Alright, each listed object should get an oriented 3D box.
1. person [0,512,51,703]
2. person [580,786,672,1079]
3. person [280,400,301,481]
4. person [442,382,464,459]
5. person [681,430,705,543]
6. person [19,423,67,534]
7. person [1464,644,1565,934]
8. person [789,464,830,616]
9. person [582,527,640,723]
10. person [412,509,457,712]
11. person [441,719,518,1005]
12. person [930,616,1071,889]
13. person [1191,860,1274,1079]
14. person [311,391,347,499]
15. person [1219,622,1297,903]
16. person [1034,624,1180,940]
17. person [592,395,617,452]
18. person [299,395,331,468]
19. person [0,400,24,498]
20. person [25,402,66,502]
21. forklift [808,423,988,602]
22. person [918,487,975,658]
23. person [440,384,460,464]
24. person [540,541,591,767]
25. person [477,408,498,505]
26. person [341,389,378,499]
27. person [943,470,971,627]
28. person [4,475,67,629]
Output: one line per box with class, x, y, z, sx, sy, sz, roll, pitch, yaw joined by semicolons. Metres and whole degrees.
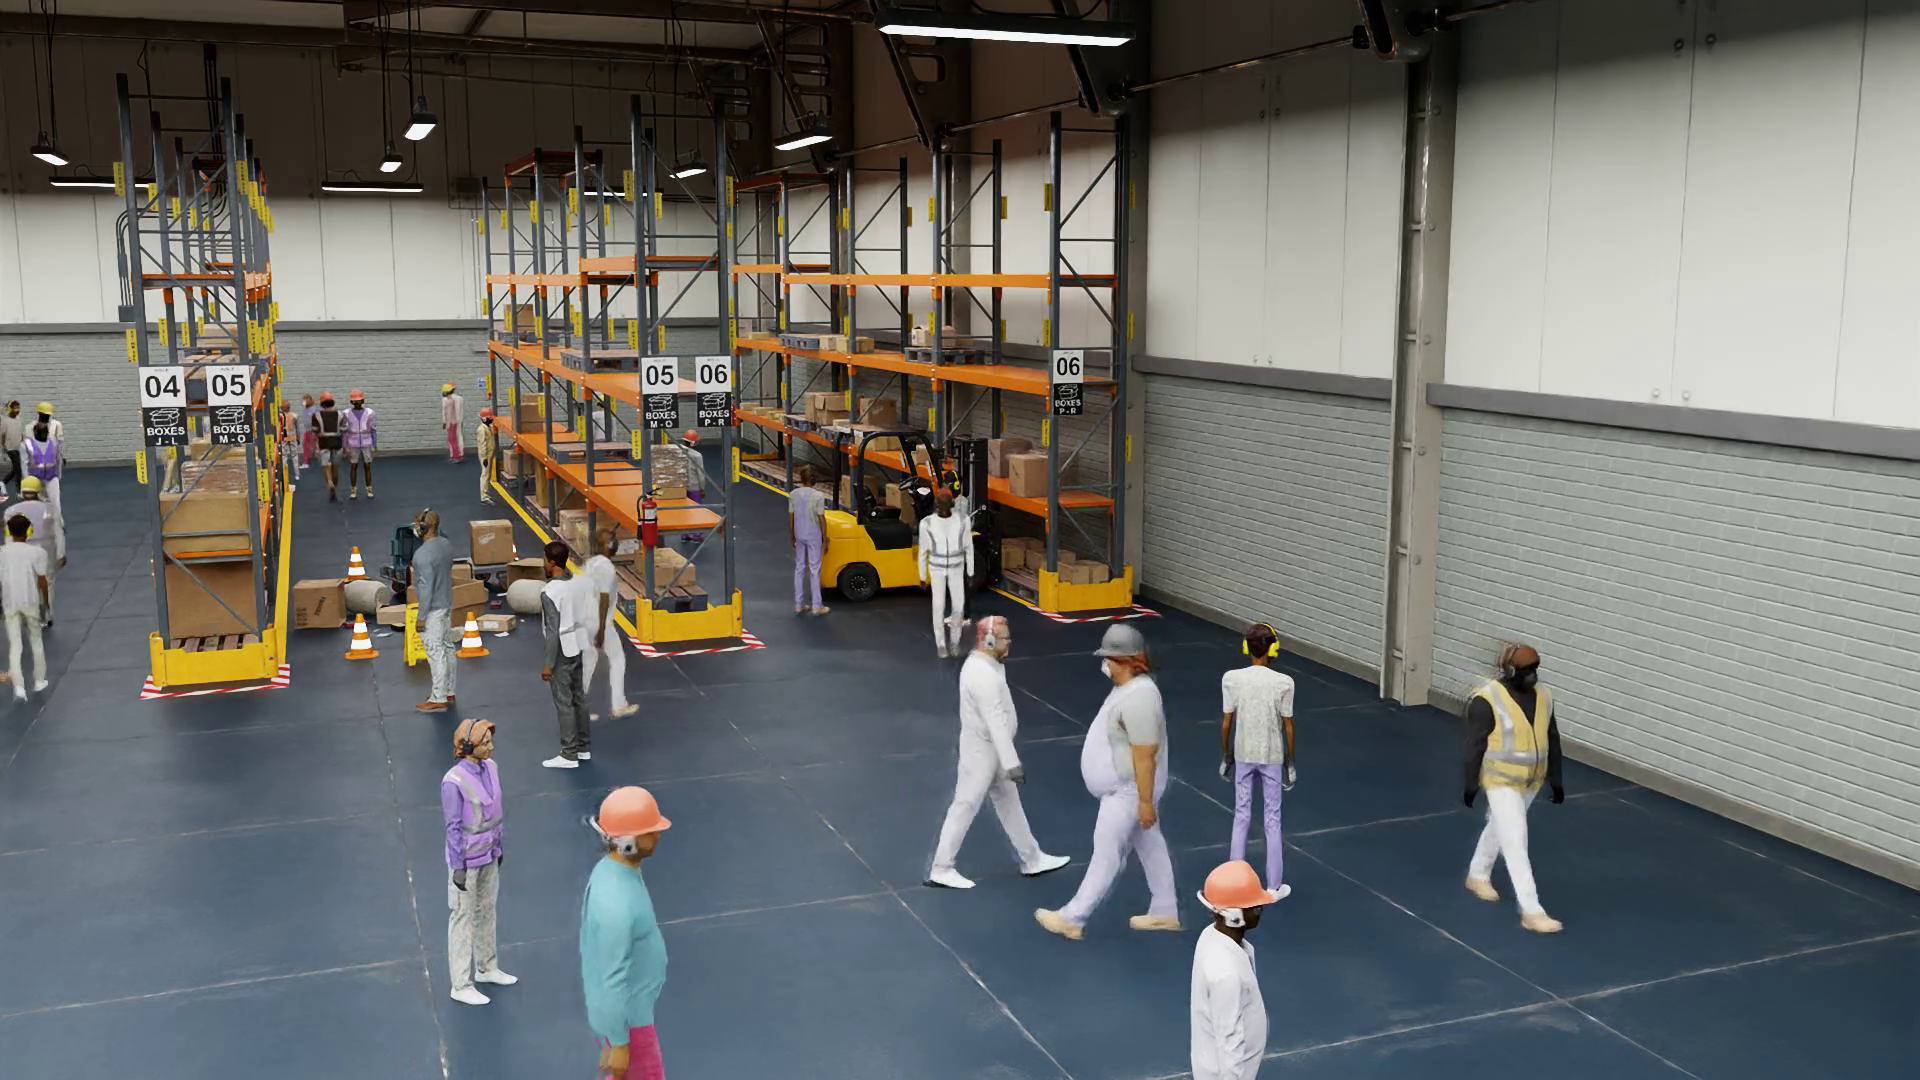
person;-9.169;0.648;16.240;0.514;1.833;0.919;-4;10;-24
person;-1.509;2.015;7.174;0.765;1.977;0.623;-2;9;-14
person;-13.537;-1.996;33.467;0.525;1.639;0.307;-6;11;-35
person;-11.438;-2.687;37.458;0.342;1.751;0.564;6;11;32
person;-4.156;-0.830;25.772;0.559;1.751;0.326;6;11;32
person;-14.666;-0.976;26.599;0.627;1.793;0.977;-8;12;-41
person;3.581;1.546;10.707;0.646;1.793;0.954;-4;10;-25
person;-1.839;-0.001;20.263;0.517;1.844;0.329;5;10;27
person;-3.310;0.791;15.405;0.808;1.797;0.526;-8;12;-41
person;-5.004;0.664;15.788;0.373;1.940;0.630;1;9;3
person;-2.768;1.818;9.499;0.311;1.632;0.514;2;9;14
person;0.254;1.435;11.191;0.997;1.860;0.661;0;9;3
person;1.114;2.171;6.870;0.322;1.755;0.565;0;9;3
person;-11.609;-1.734;30.648;0.617;2.019;0.842;-5;11;-31
person;1.969;1.465;10.987;0.520;1.865;0.328;4;10;21
person;0.953;1.477;10.350;0.935;2.000;0.693;1;9;5
person;-7.101;-2.002;33.114;0.527;1.768;0.314;-4;10;-23
person;-13.932;-2.358;35.913;0.506;1.593;0.860;5;10;30
person;-17.626;-1.684;30.898;0.731;1.840;0.521;2;9;14
person;-16.175;-1.489;29.423;0.641;1.905;0.414;-8;12;-41
forklift;-0.830;-0.399;21.676;2.313;2.155;1.214;-4;10;-21
person;-0.145;0.358;17.908;0.634;1.873;0.484;-1;9;-7
person;-11.240;-2.558;36.625;0.336;1.767;0.532;-2;9;-9
person;-3.319;0.959;13.998;0.373;1.917;0.595;2;9;15
person;-8.544;-1.522;30.125;0.341;1.749;0.572;-1;9;-6
person;-11.098;-1.767;30.760;0.615;2.041;0.384;-4;10;-23
person;-0.054;0.100;19.602;0.329;1.861;0.504;-5;10;-27
person;-10.755;0.152;19.391;0.596;1.818;0.423;-3;9;-18
